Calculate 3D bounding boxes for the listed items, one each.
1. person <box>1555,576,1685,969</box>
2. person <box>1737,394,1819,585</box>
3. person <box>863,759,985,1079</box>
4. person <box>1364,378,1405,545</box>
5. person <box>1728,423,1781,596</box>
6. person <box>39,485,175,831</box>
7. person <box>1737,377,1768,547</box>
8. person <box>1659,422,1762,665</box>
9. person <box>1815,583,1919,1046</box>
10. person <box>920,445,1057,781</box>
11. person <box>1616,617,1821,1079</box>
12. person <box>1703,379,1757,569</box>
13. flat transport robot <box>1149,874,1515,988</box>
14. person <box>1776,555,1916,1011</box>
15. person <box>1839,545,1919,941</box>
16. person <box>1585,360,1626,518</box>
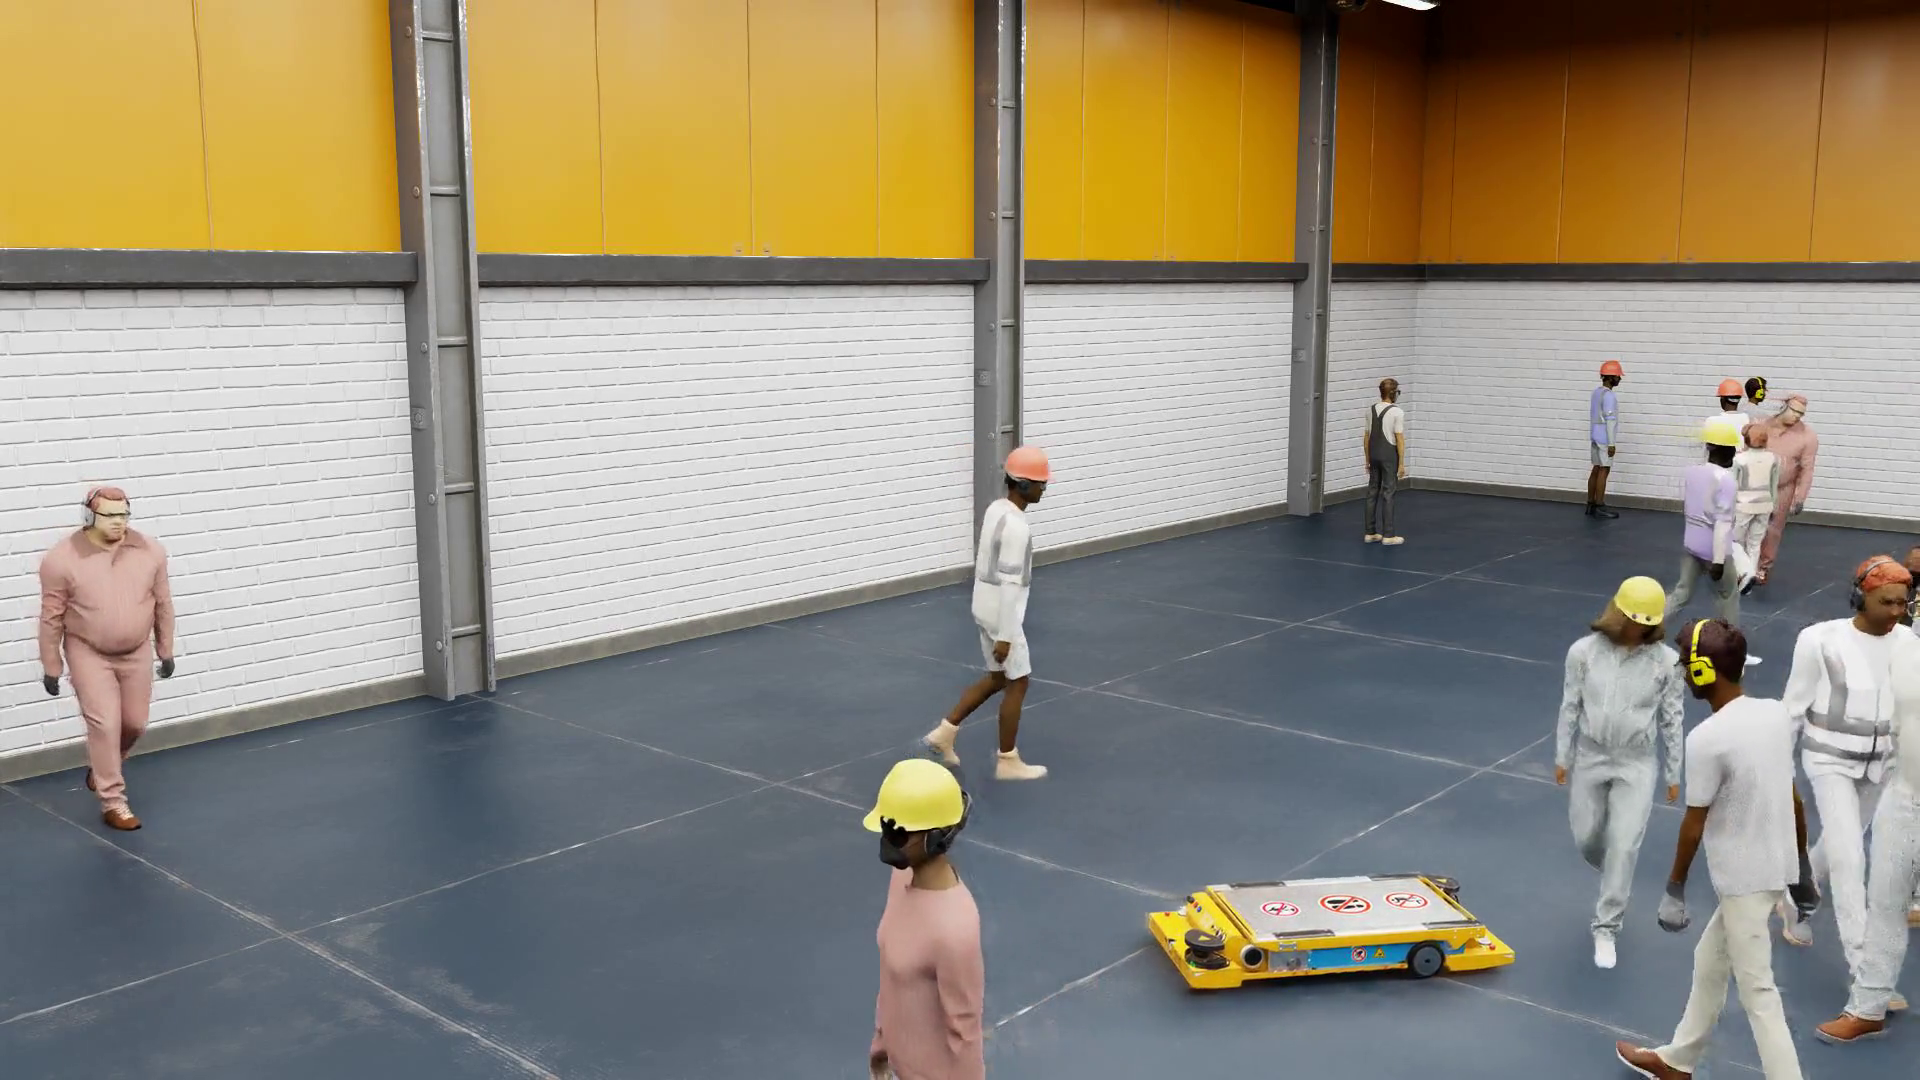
[{"bbox_3d":[2.908,0.966,7.348,0.527,1.699,0.707,5,10,27],"label":"person"},{"bbox_3d":[7.741,-0.466,15.846,0.723,1.860,0.580,6,11,31],"label":"person"},{"bbox_3d":[-0.022,1.409,4.448,0.744,1.739,0.528,-2,9,-14],"label":"person"},{"bbox_3d":[4.705,-0.868,18.430,0.324,1.842,0.514,-7,11,-37],"label":"person"},{"bbox_3d":[7.295,-0.264,15.314,0.518,1.623,0.469,0,9,-3],"label":"person"},{"bbox_3d":[-4.676,0.605,9.092,0.748,1.870,0.669,8,12,42],"label":"person"},{"bbox_3d":[8.657,-0.853,18.254,0.310,1.868,0.533,-3,10,-18],"label":"person"},{"bbox_3d":[5.635,0.038,12.617,0.964,1.888,0.600,-1,9,-9],"label":"person"},{"bbox_3d":[3.881,1.026,6.425,1.000,1.893,0.636,-2,9,-15],"label":"person"},{"bbox_3d":[0.185,0.444,9.712,0.761,2.008,0.643,-2,9,-11],"label":"person"},{"bbox_3d":[2.617,1.163,5.758,0.579,1.812,0.895,-7,12,-38],"label":"person"},{"bbox_3d":[7.733,-0.657,16.814,0.552,1.934,0.364,-1,9,-6],"label":"person"},{"bbox_3d":[1.607,1.692,7.276,1.431,0.197,0.652,-1,9,-9],"label":"flat transport robot"},{"bbox_3d":[3.757,0.950,7.051,0.605,1.839,0.998,-1,9,-4],"label":"person"},{"bbox_3d":[4.152,0.906,7.400,0.702,1.806,0.675,-1,9,-7],"label":"person"},{"bbox_3d":[7.946,-1.237,20.447,0.360,1.935,0.552,0,9,1],"label":"person"}]
